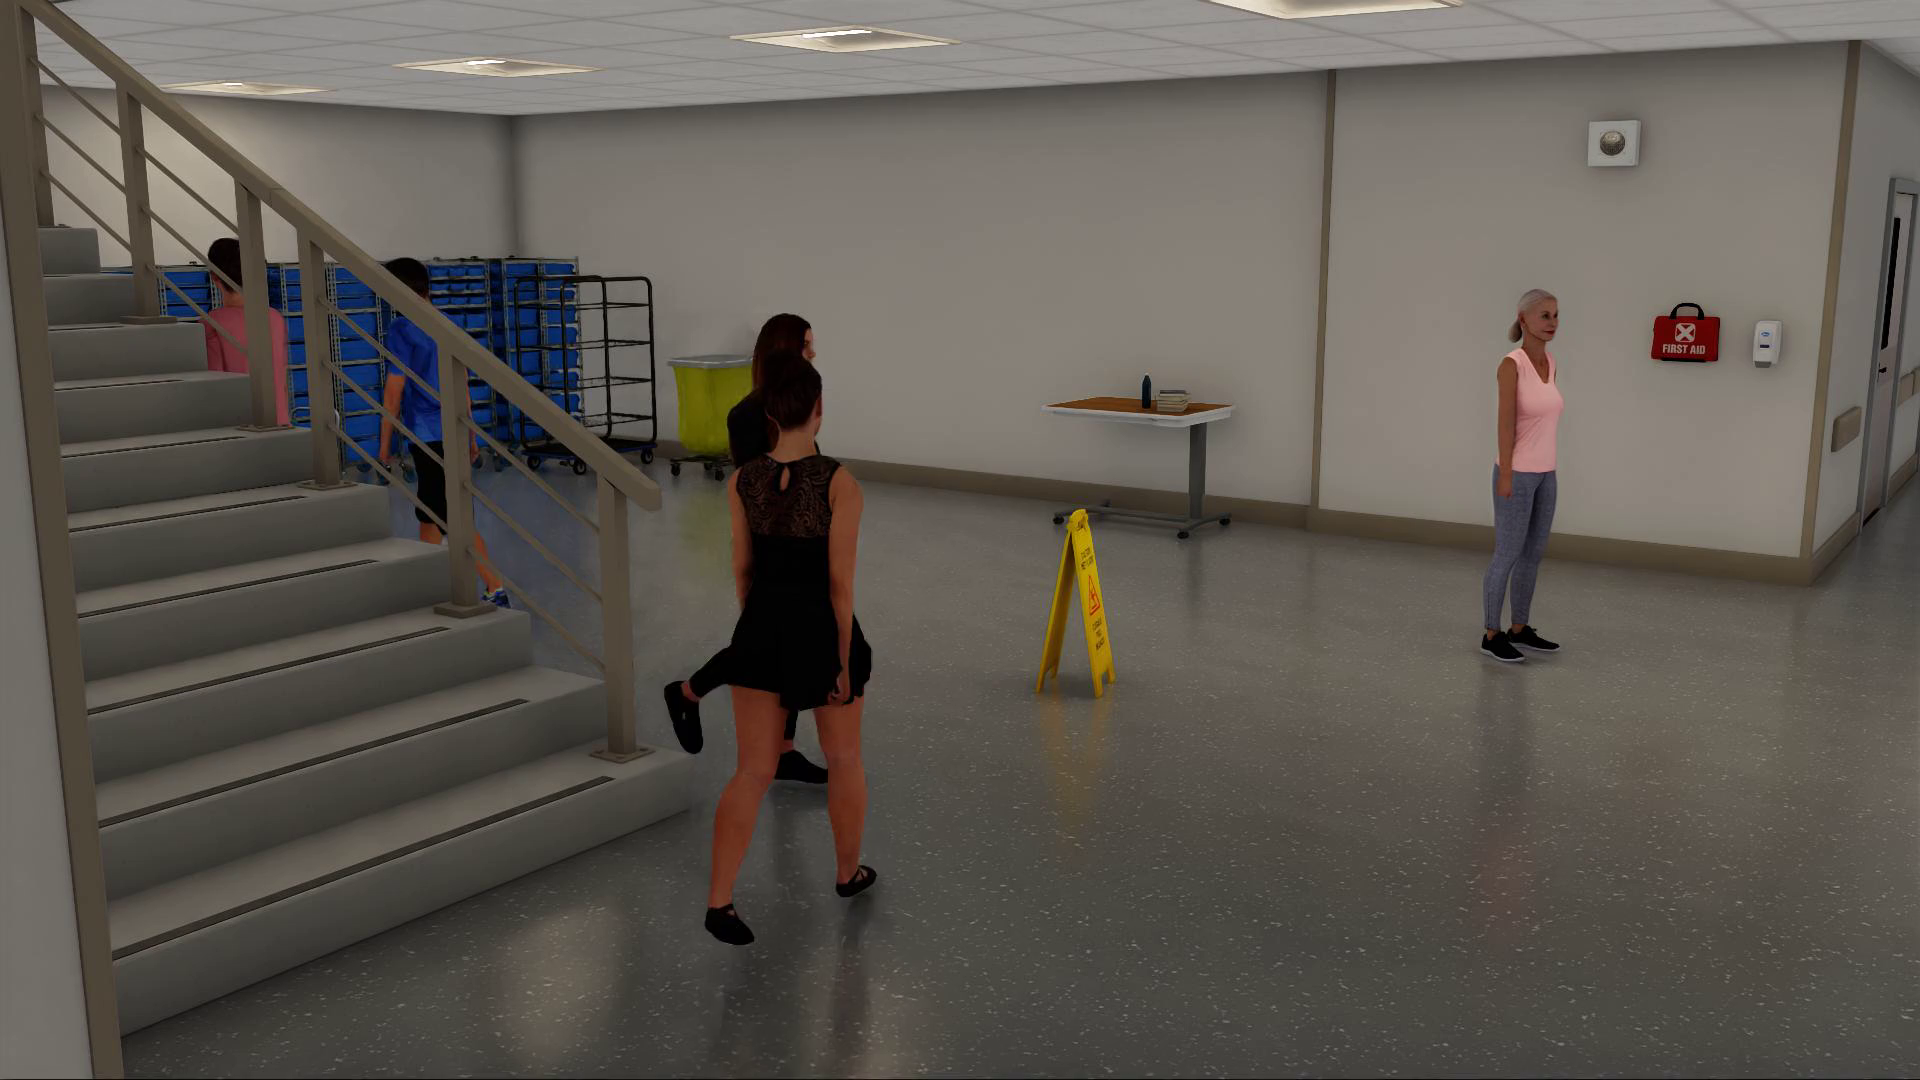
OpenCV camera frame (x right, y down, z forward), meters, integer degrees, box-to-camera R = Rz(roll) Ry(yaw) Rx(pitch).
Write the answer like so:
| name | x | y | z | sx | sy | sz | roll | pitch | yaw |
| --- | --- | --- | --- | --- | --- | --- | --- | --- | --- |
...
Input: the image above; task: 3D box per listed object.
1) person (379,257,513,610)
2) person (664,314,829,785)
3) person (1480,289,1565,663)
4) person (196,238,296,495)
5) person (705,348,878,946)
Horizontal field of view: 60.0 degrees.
| name | x | y | z | sx | sy | sz | roll | pitch | yaw |
| --- | --- | --- | --- | --- | --- | --- | --- | --- | --- |
| person | -2.583 | -0.472 | 8.414 | 1.198 | 1.816 | 0.866 | 5 | 12 | 23 |
| person | -0.763 | 0.048 | 6.016 | 0.977 | 1.689 | 0.771 | 5 | 12 | 24 |
| person | 2.654 | -0.313 | 7.820 | 0.613 | 1.726 | 0.613 | -8 | 13 | -36 |
| person | -3.257 | -0.400 | 7.653 | 0.576 | 1.958 | 0.662 | 6 | 12 | 27 |
| person | -0.505 | 0.328 | 4.637 | 1.070 | 1.653 | 0.861 | 3 | 11 | 17 |
